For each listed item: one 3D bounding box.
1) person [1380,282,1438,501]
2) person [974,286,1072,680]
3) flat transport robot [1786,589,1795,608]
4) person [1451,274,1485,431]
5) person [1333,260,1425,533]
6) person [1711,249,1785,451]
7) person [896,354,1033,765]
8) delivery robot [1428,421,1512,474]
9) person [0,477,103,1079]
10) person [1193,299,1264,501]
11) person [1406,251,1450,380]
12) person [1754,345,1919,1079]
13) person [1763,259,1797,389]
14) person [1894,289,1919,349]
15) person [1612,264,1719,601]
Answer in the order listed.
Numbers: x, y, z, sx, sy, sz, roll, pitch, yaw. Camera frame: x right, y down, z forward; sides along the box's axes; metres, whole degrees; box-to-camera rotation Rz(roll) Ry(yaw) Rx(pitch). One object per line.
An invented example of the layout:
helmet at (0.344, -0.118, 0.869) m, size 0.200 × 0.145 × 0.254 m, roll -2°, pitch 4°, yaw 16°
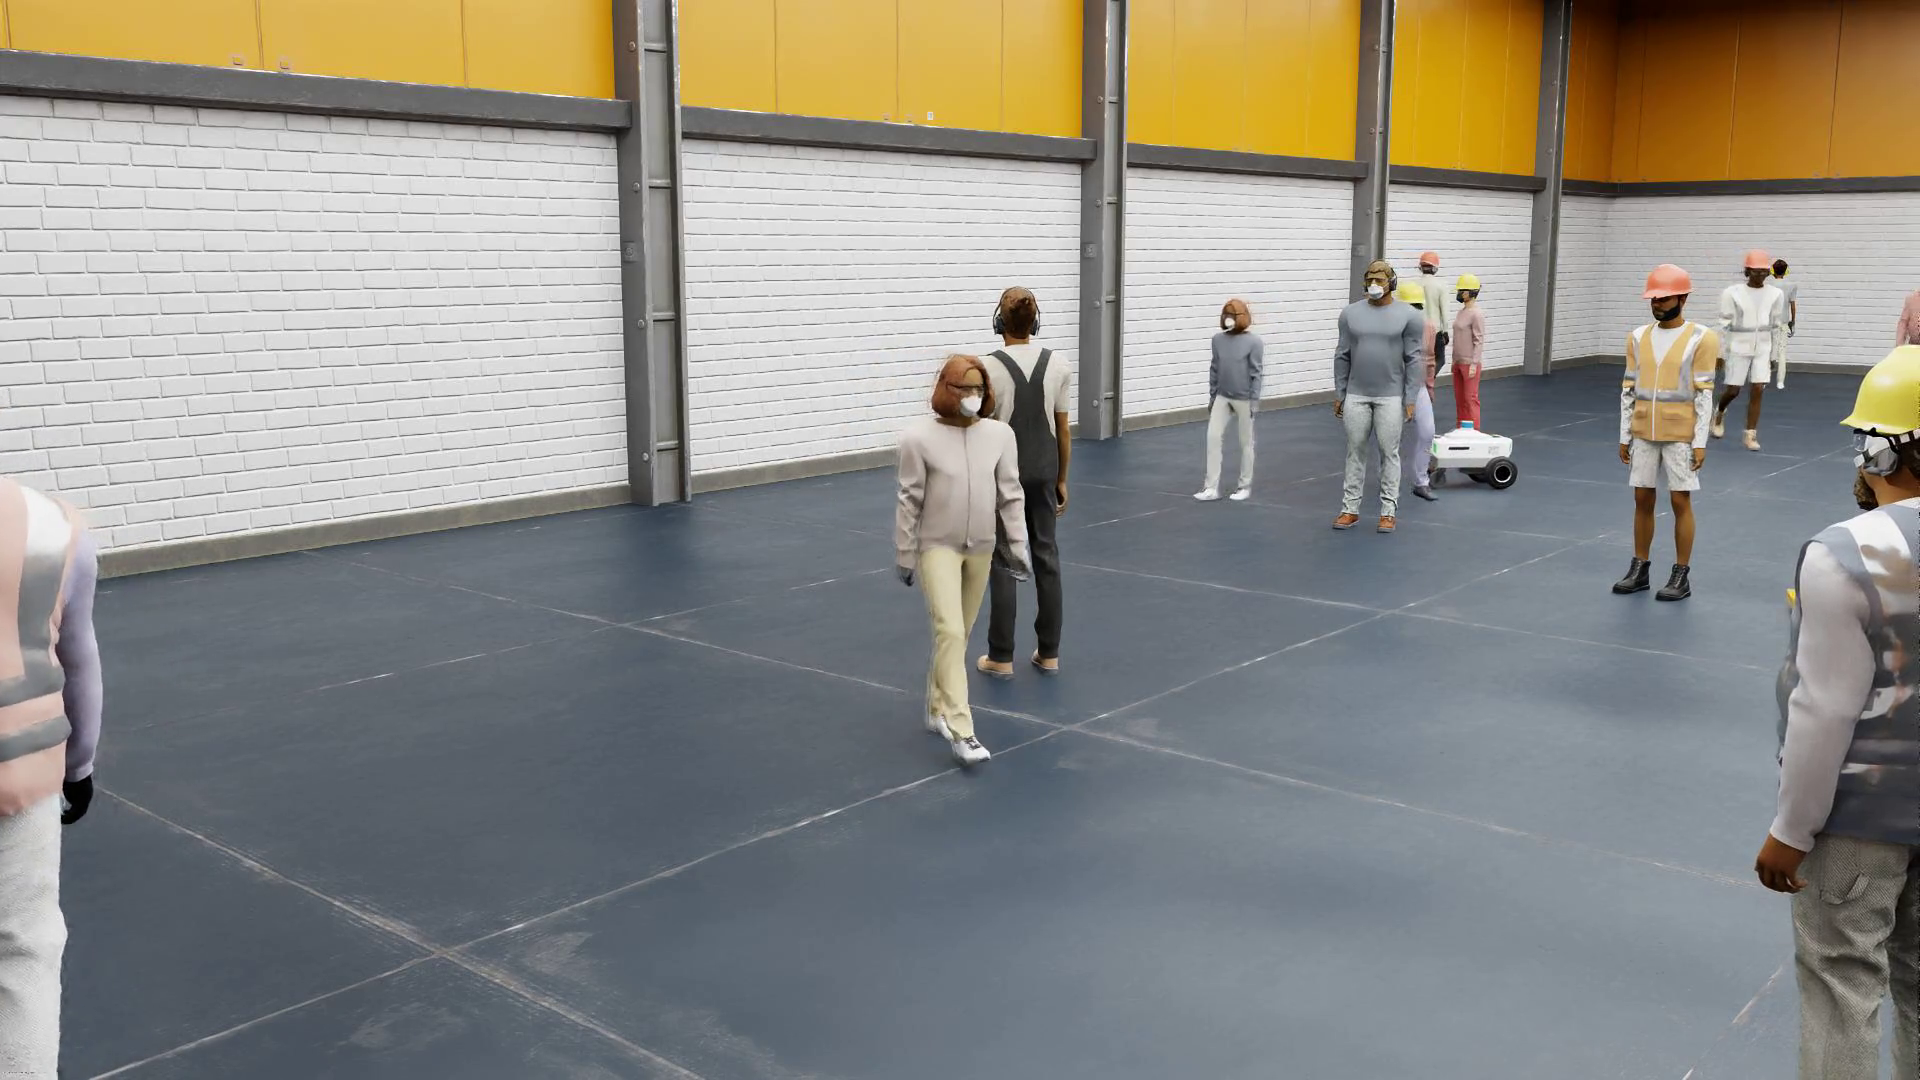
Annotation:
person at (3.600, -1.174, 13.286) m, size 0.560 × 1.740 × 0.662 m, roll -3°, pitch 10°, yaw -15°
person at (0.276, -0.262, 7.827) m, size 0.507 × 1.847 × 0.343 m, roll -3°, pitch 10°, yaw -18°
flat transport robot at (5.248, 0.339, 8.883) m, size 1.431 × 0.197 × 0.652 m, roll 4°, pitch 10°, yaw 20°
person at (5.021, -1.753, 16.544) m, size 0.312 × 1.768 × 0.522 m, roll -1°, pitch 10°, yaw -8°
person at (2.969, -1.021, 11.887) m, size 0.629 × 1.940 × 0.373 m, roll 5°, pitch 11°, yaw 28°
person at (7.948, -1.929, 16.833) m, size 0.616 × 2.023 × 0.782 m, roll 1°, pitch 10°, yaw 5°
person at (0.047, 0.076, 6.591) m, size 0.504 × 1.597 × 0.795 m, roll -5°, pitch 11°, yaw -27°
delivery robot at (4.294, -0.769, 14.121) m, size 0.707 × 0.478 × 0.477 m, roll -1°, pitch 10°, yaw -4°
person at (-2.157, 0.514, 3.502) m, size 0.646 × 1.808 × 0.830 m, roll -9°, pitch 14°, yaw -43°
person at (2.125, -1.096, 13.214) m, size 0.523 × 1.608 × 0.670 m, roll 9°, pitch 13°, yaw 40°
person at (5.942, -2.679, 21.184) m, size 0.639 × 1.983 × 0.441 m, roll 9°, pitch 13°, yaw 40°
person at (1.878, 0.524, 3.390) m, size 0.601 × 1.831 × 0.404 m, roll -4°, pitch 11°, yaw -19°
person at (11.779, -3.108, 24.005) m, size 0.519 × 1.862 × 0.317 m, roll 5°, pitch 11°, yaw 25°
person at (10.812, -2.145, 18.556) m, size 1.025 × 1.852 × 0.627 m, roll -5°, pitch 11°, yaw -28°
person at (4.050, -0.615, 9.600) m, size 0.383 × 1.932 × 0.541 m, roll -8°, pitch 13°, yaw -39°
